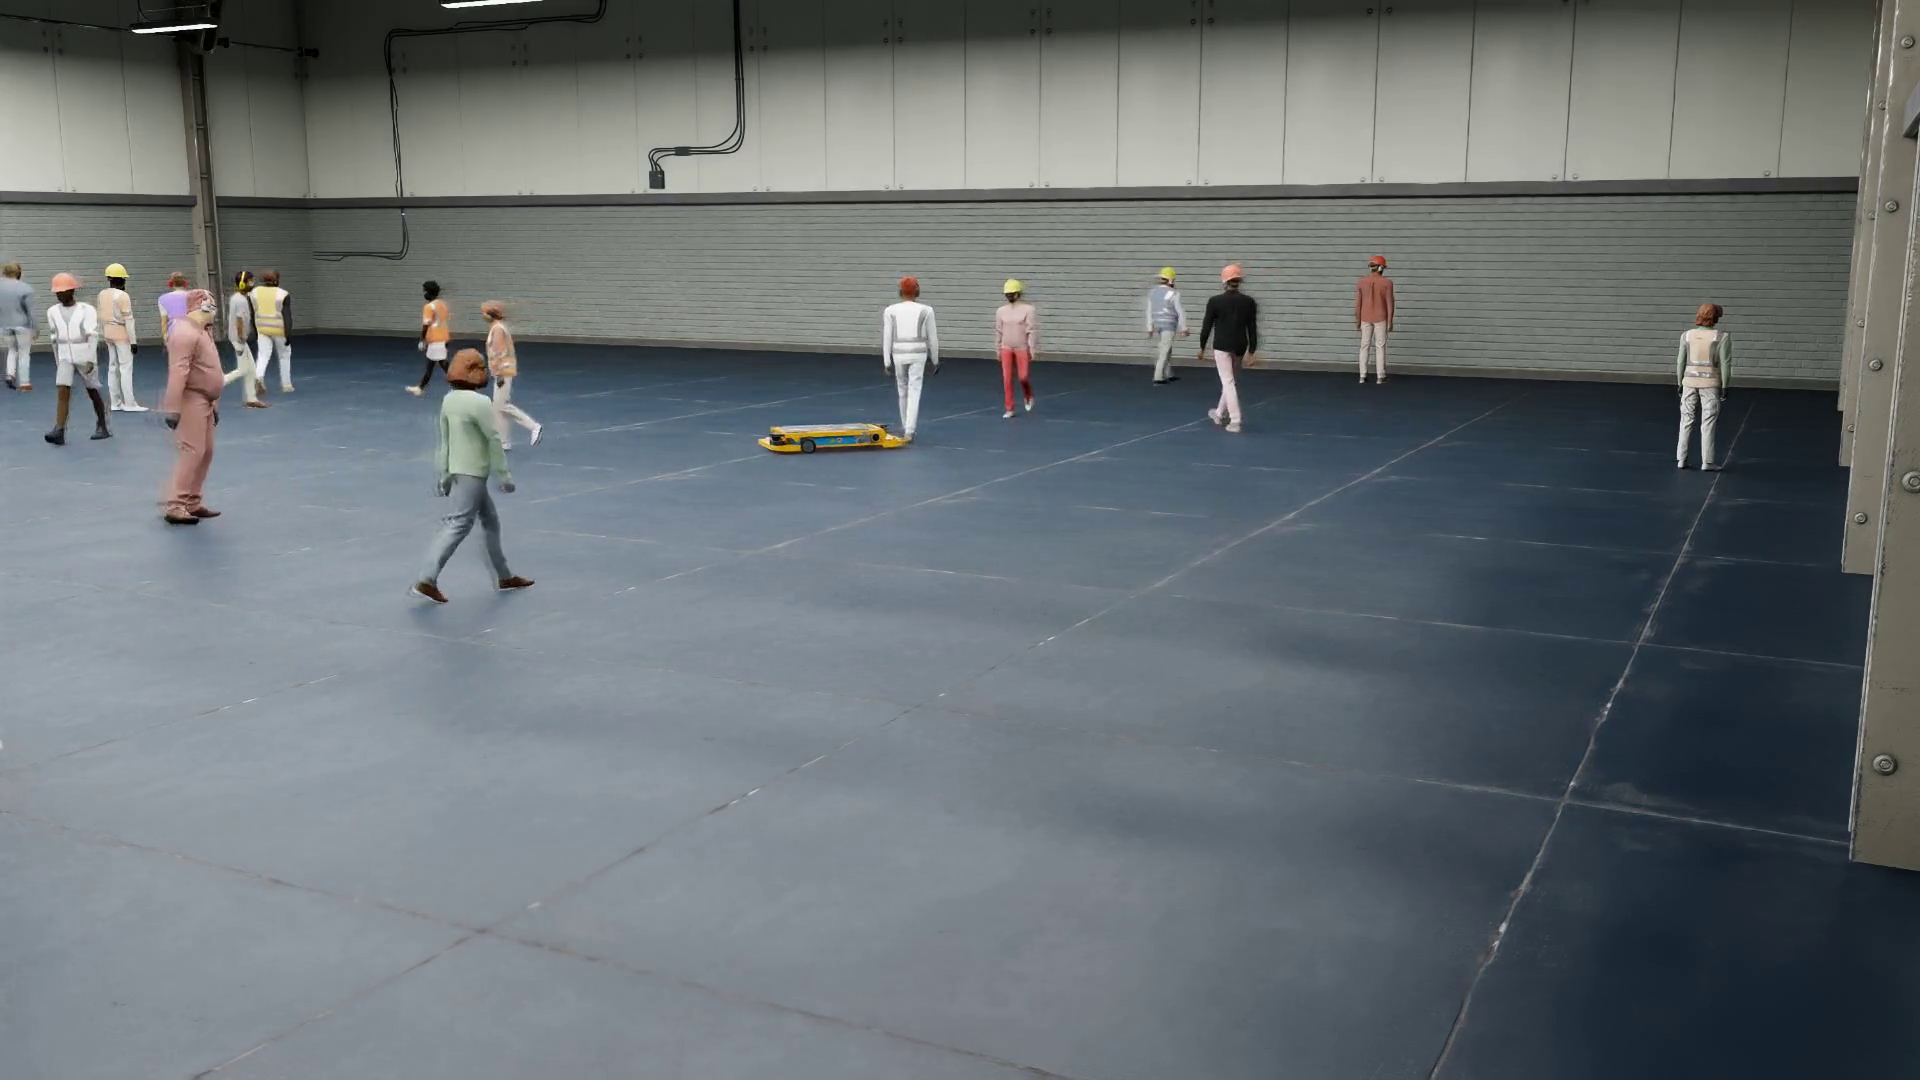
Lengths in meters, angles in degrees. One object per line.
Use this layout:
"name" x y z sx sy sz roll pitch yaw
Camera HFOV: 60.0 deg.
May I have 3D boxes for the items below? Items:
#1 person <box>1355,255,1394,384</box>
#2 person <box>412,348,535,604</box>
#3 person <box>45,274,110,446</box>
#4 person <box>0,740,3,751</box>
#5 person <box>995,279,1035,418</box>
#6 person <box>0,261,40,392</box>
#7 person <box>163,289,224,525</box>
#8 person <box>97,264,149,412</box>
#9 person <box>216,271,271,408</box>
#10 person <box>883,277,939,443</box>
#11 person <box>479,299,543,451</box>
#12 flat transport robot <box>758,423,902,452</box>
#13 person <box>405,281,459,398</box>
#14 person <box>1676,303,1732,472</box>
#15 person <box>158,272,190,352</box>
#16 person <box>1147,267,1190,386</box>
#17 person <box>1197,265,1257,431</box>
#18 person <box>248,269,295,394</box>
"person" 6.453 -3.422 25.856 0.609 1.986 0.391 7 12 34
"person" -3.126 -0.412 10.511 0.853 1.595 0.494 -9 14 -40
"person" -9.803 -2.000 18.410 0.559 1.872 1.047 -1 10 -4
"person" -4.375 0.138 6.944 0.621 1.819 0.803 -1 10 -5
"person" 0.710 -2.416 20.997 0.546 1.750 0.485 4 11 19
"person" -13.832 -3.128 24.422 0.648 1.920 0.442 0 10 0
"person" -6.177 -1.080 13.408 0.468 1.870 0.740 -2 11 -12
"person" -10.936 -2.624 21.666 0.588 1.927 0.370 5 12 27
"person" -9.587 -2.628 21.952 0.725 1.835 0.582 -5 11 -24
"person" -0.554 -2.020 18.627 0.592 1.839 0.988 1 10 8
"person" -4.802 -1.744 17.695 0.555 1.616 0.559 -3 11 -15
"flat transport robot" -1.407 -1.114 17.947 1.431 0.197 0.652 -4 11 -19
"person" -7.402 -2.783 23.253 0.874 1.644 0.554 1 10 3
"person" 7.260 -1.490 16.262 0.312 1.639 0.518 -9 13 -39
"person" -10.792 -2.823 23.108 0.564 1.803 0.987 -5 12 -27
"person" 3.235 -3.258 25.450 0.787 1.799 0.595 -7 13 -35
"person" 3.175 -2.277 19.749 0.604 1.937 1.045 -3 11 -17
"person" -9.986 -3.012 24.087 0.621 1.823 0.815 0 10 0
